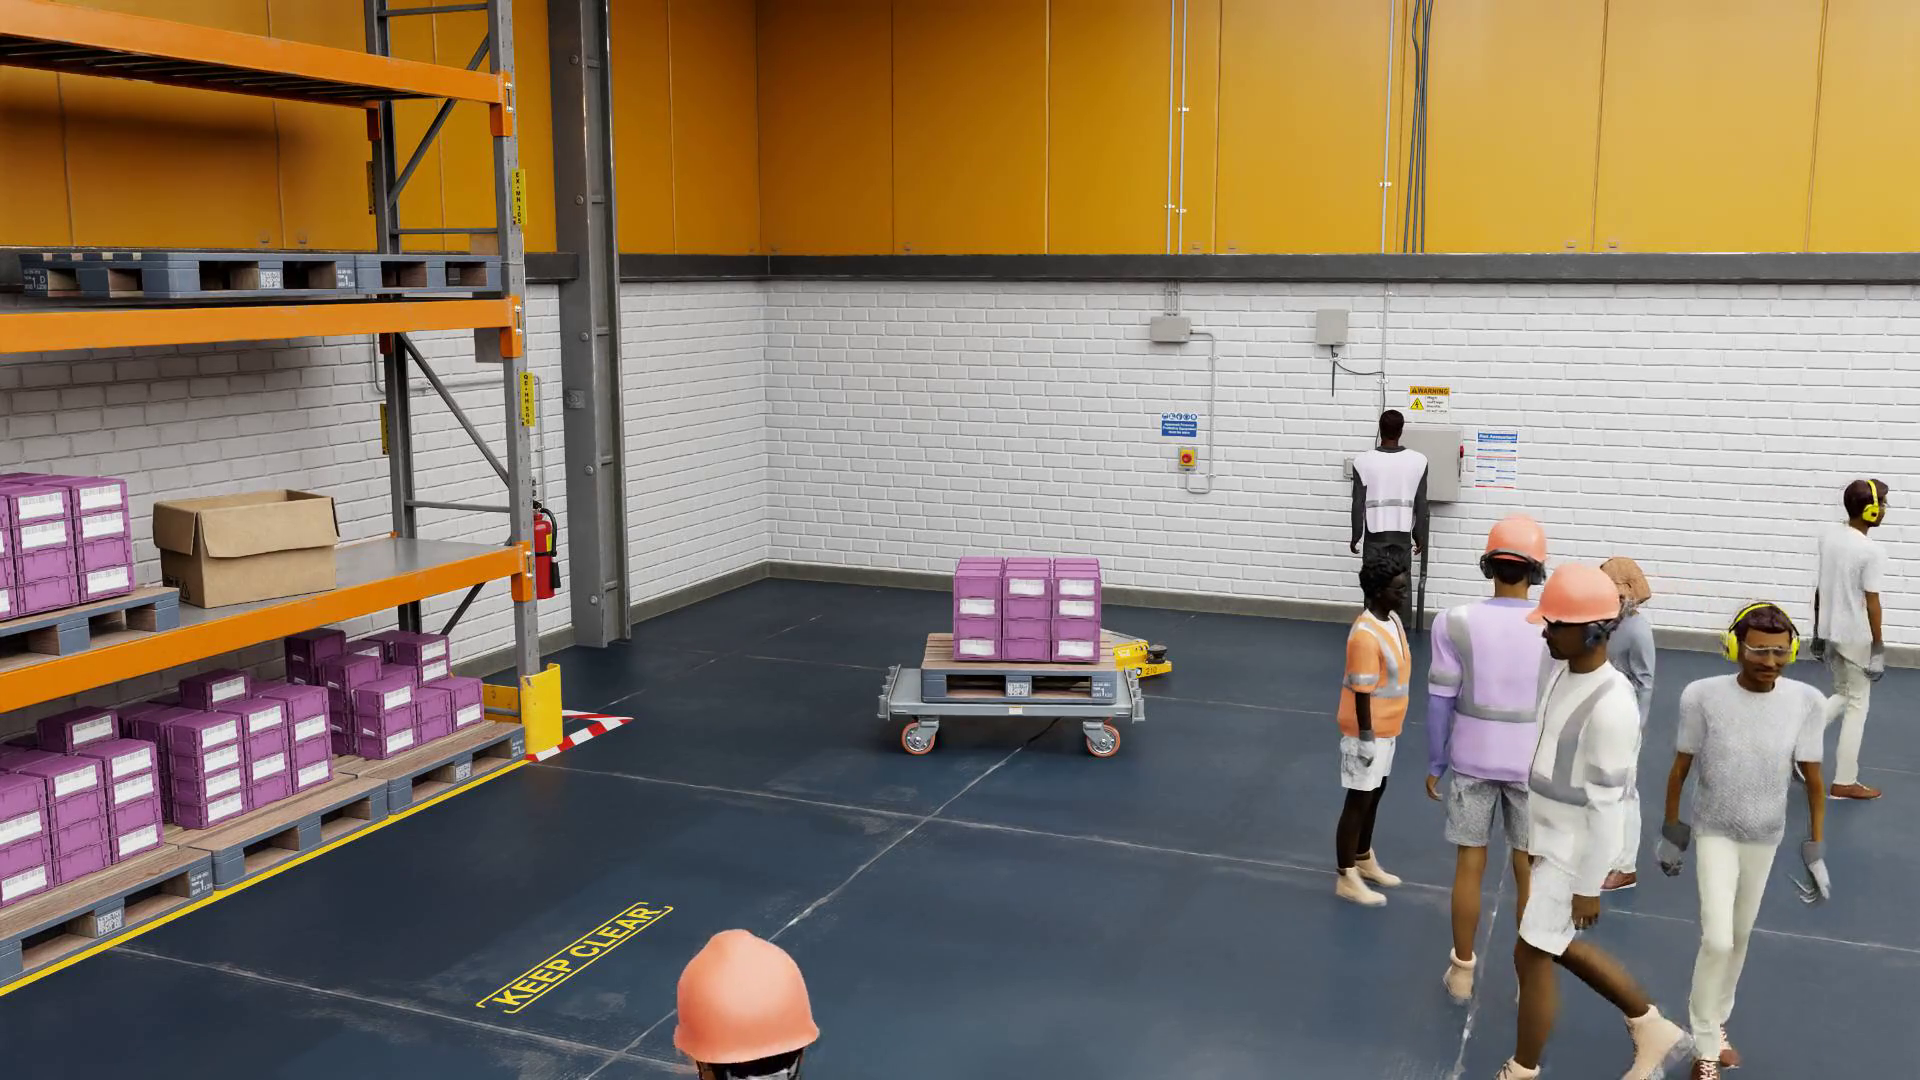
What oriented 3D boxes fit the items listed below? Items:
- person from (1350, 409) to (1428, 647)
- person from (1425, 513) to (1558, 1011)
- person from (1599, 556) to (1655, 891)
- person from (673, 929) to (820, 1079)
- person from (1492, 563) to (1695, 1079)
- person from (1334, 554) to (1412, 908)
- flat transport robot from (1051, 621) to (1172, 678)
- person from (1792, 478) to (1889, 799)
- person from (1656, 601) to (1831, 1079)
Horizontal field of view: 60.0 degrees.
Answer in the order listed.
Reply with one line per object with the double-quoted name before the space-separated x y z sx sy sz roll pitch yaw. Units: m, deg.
"person" 3.348 -0.060 13.020 0.592 1.919 0.392 0 9 1
"person" 2.222 0.903 6.803 0.614 2.040 0.391 3 10 19
"person" 3.189 0.888 8.134 0.276 1.633 0.507 -1 9 -6
"person" -0.327 1.615 2.864 0.563 1.917 0.449 -3 10 -16
"person" 2.207 1.072 5.876 0.851 2.017 0.623 1 9 4
"person" 1.971 0.894 7.930 0.321 1.689 0.532 5 11 27
"flat transport robot" 0.883 0.822 12.655 0.652 0.197 1.431 -7 12 -35
"person" 5.013 0.566 9.423 0.458 1.854 0.561 -2 10 -10
"person" 2.880 1.128 6.092 0.510 1.830 0.777 1 9 4
